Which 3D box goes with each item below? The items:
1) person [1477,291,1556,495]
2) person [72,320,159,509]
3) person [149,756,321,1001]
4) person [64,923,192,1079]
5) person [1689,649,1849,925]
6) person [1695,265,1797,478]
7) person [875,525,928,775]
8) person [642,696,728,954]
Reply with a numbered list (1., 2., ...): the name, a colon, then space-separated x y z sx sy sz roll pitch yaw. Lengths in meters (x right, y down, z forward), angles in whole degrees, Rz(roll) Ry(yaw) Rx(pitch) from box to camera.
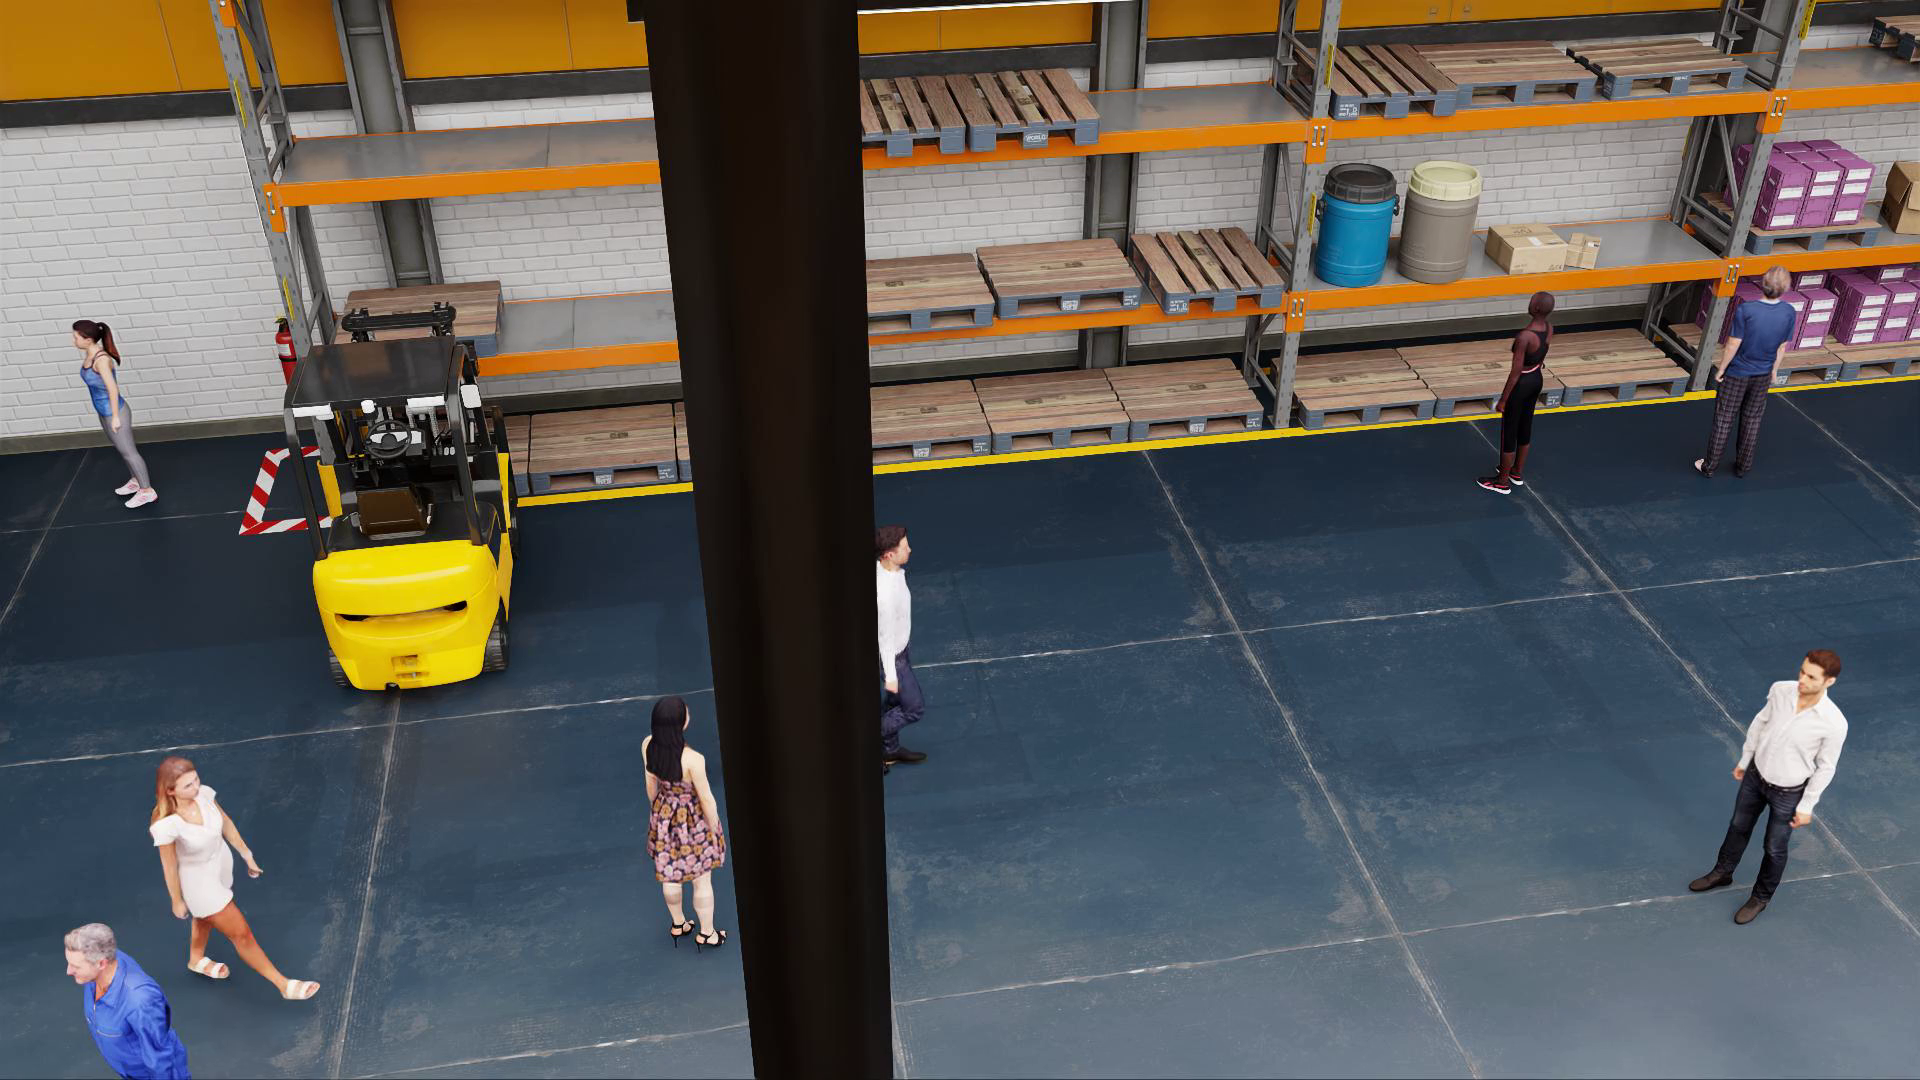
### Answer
1. person: 4.555 -1.199 13.435 0.617 1.758 0.722 -24 41 -32
2. person: -6.784 -1.025 13.308 0.672 1.609 0.655 -23 40 -31
3. person: -4.132 1.820 8.995 1.189 1.646 0.916 9 35 13
4. person: -3.811 2.469 7.857 0.778 1.825 0.810 25 41 32
5. person: 4.653 1.375 9.461 0.666 1.871 0.724 -18 38 -25
6. person: 6.440 -1.367 13.585 0.565 1.871 0.771 2 34 3
7. person: -0.526 0.719 10.465 0.771 1.852 0.684 -1 34 -1
8. person: -1.534 1.581 9.238 0.790 1.773 0.863 15 37 22
